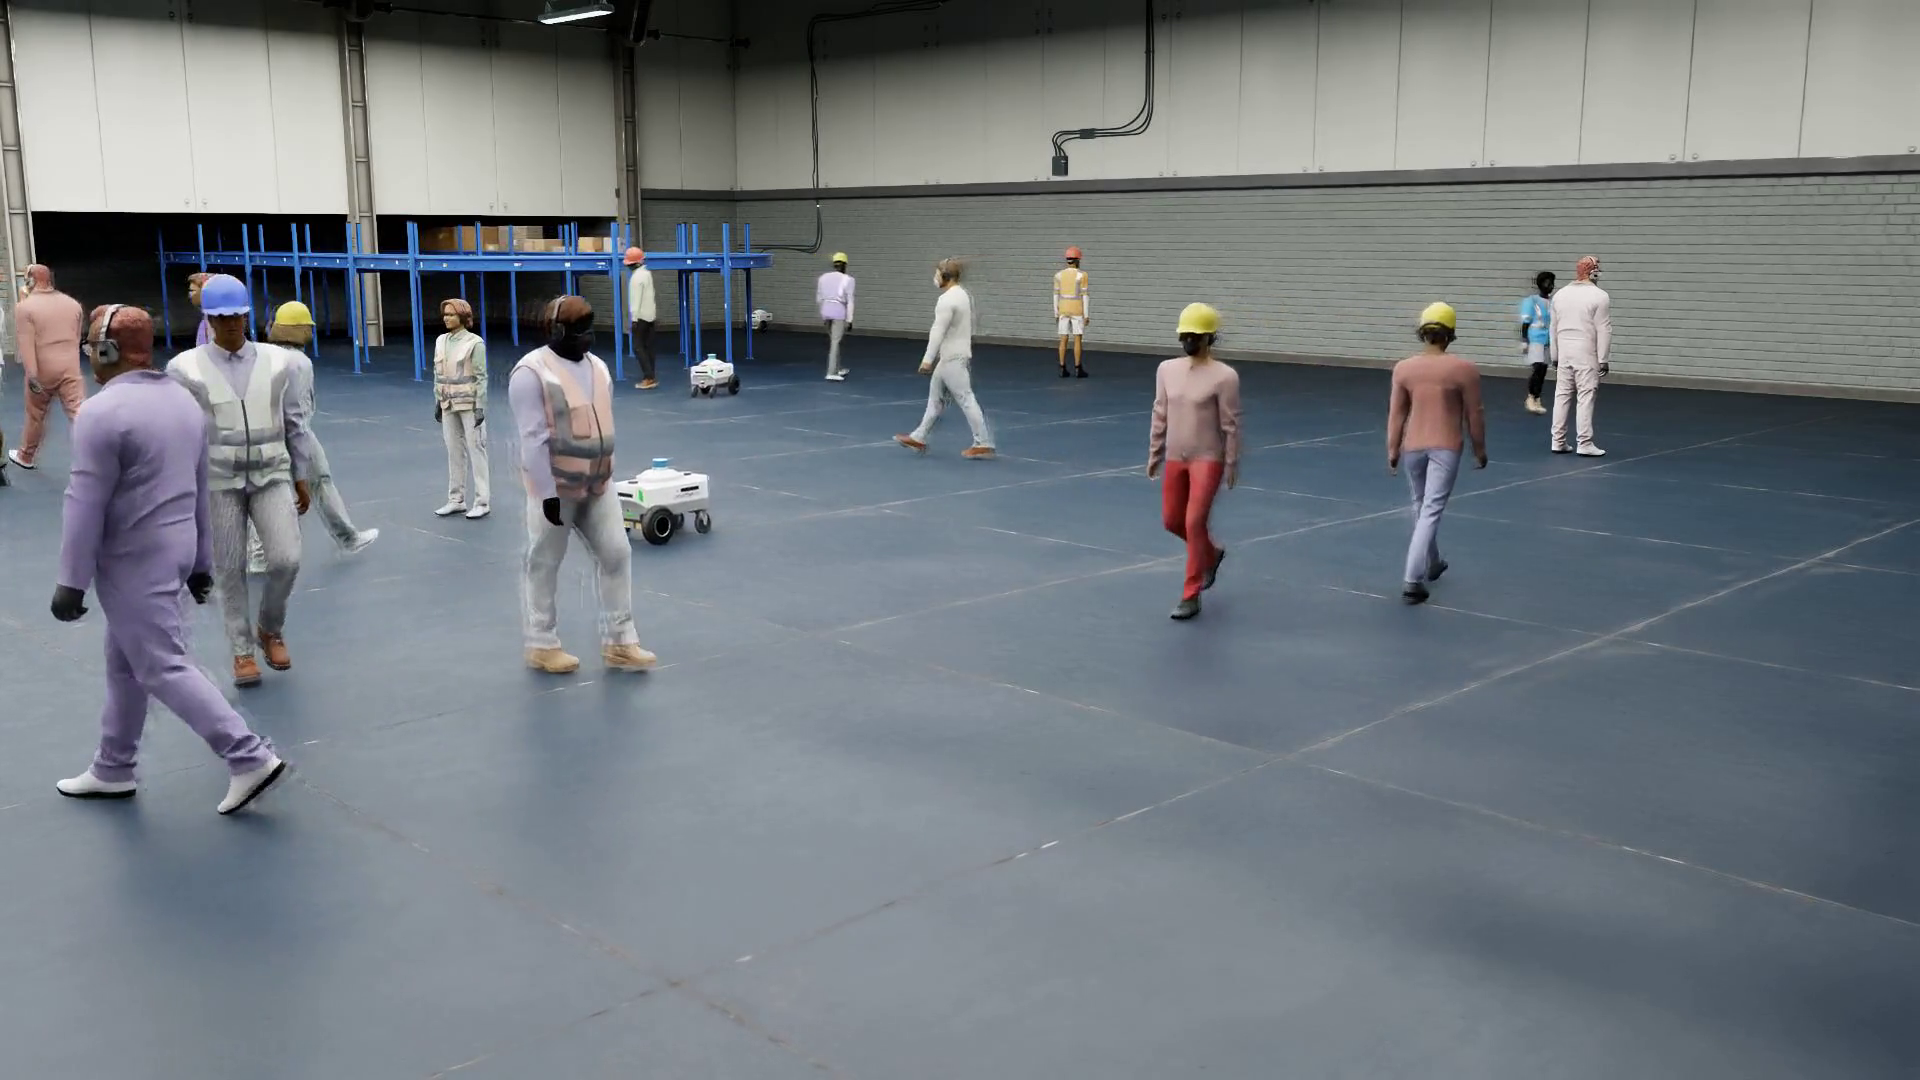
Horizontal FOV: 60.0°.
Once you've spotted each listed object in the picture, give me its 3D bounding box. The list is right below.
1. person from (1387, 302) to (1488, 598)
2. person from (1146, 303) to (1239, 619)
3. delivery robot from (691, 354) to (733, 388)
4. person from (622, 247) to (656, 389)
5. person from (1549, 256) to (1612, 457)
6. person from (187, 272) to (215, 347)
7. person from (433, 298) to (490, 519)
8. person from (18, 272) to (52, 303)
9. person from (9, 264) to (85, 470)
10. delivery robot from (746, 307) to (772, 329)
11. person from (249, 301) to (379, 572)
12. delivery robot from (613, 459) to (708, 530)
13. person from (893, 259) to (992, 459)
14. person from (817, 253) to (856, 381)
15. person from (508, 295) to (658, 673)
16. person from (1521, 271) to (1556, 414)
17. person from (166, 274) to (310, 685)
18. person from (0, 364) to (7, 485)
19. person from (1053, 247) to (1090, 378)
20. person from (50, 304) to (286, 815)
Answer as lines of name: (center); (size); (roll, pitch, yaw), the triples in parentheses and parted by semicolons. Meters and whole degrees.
person: (2.816, -0.539, 9.859); (0.527, 1.718, 0.923); (9, 13, 39)
person: (1.359, -0.468, 9.373); (0.527, 1.745, 0.638); (9, 14, 40)
delivery robot: (-3.287, -2.224, 22.070); (0.477, 0.478, 0.707); (3, 11, 16)
person: (-4.409, -3.095, 23.207); (0.361, 1.950, 0.803); (2, 11, 12)
person: (6.003, -1.771, 16.052); (0.401, 1.907, 0.648); (-6, 12, -31)
person: (-5.661, -1.135, 12.786); (0.479, 1.828, 0.601); (-4, 11, -21)
person: (-3.752, -0.992, 12.521); (0.514, 1.644, 0.308); (6, 12, 29)
person: (-13.627, -3.203, 24.589); (0.308, 1.639, 0.524); (7, 12, 33)
person: (-8.138, -1.520, 14.848); (1.025, 1.850, 0.643); (6, 12, 30)
delivery robot: (-4.406, -4.869, 36.492); (0.477, 0.478, 0.707); (4, 11, 20)
person: (-4.233, -0.677, 10.685); (0.495, 1.687, 0.929); (6, 12, 29)
delivery robot: (-2.114, -0.332, 11.754); (0.477, 0.478, 0.707); (7, 13, 35)
person: (-0.148, -1.724, 15.849); (1.021, 1.883, 0.634); (2, 11, 10)
person: (-1.803, -3.286, 24.495); (0.600, 1.835, 1.013); (5, 11, 25)
person: (-1.807, -0.246, 7.956); (0.761, 1.820, 0.621); (7, 12, 32)
person: (6.909, -2.329, 19.671); (0.552, 1.682, 0.435); (-5, 11, -23)
person: (-3.381, -0.275, 7.823); (0.637, 1.927, 0.450); (-7, 12, -33)
person: (-8.329, -1.410, 14.049); (0.451, 1.925, 0.555); (4, 11, 19)
person: (1.673, -3.403, 24.892); (0.583, 1.930, 0.369); (5, 11, 24)
person: (-2.946, 0.077, 6.089); (0.932, 1.876, 0.647); (0, 10, 2)
